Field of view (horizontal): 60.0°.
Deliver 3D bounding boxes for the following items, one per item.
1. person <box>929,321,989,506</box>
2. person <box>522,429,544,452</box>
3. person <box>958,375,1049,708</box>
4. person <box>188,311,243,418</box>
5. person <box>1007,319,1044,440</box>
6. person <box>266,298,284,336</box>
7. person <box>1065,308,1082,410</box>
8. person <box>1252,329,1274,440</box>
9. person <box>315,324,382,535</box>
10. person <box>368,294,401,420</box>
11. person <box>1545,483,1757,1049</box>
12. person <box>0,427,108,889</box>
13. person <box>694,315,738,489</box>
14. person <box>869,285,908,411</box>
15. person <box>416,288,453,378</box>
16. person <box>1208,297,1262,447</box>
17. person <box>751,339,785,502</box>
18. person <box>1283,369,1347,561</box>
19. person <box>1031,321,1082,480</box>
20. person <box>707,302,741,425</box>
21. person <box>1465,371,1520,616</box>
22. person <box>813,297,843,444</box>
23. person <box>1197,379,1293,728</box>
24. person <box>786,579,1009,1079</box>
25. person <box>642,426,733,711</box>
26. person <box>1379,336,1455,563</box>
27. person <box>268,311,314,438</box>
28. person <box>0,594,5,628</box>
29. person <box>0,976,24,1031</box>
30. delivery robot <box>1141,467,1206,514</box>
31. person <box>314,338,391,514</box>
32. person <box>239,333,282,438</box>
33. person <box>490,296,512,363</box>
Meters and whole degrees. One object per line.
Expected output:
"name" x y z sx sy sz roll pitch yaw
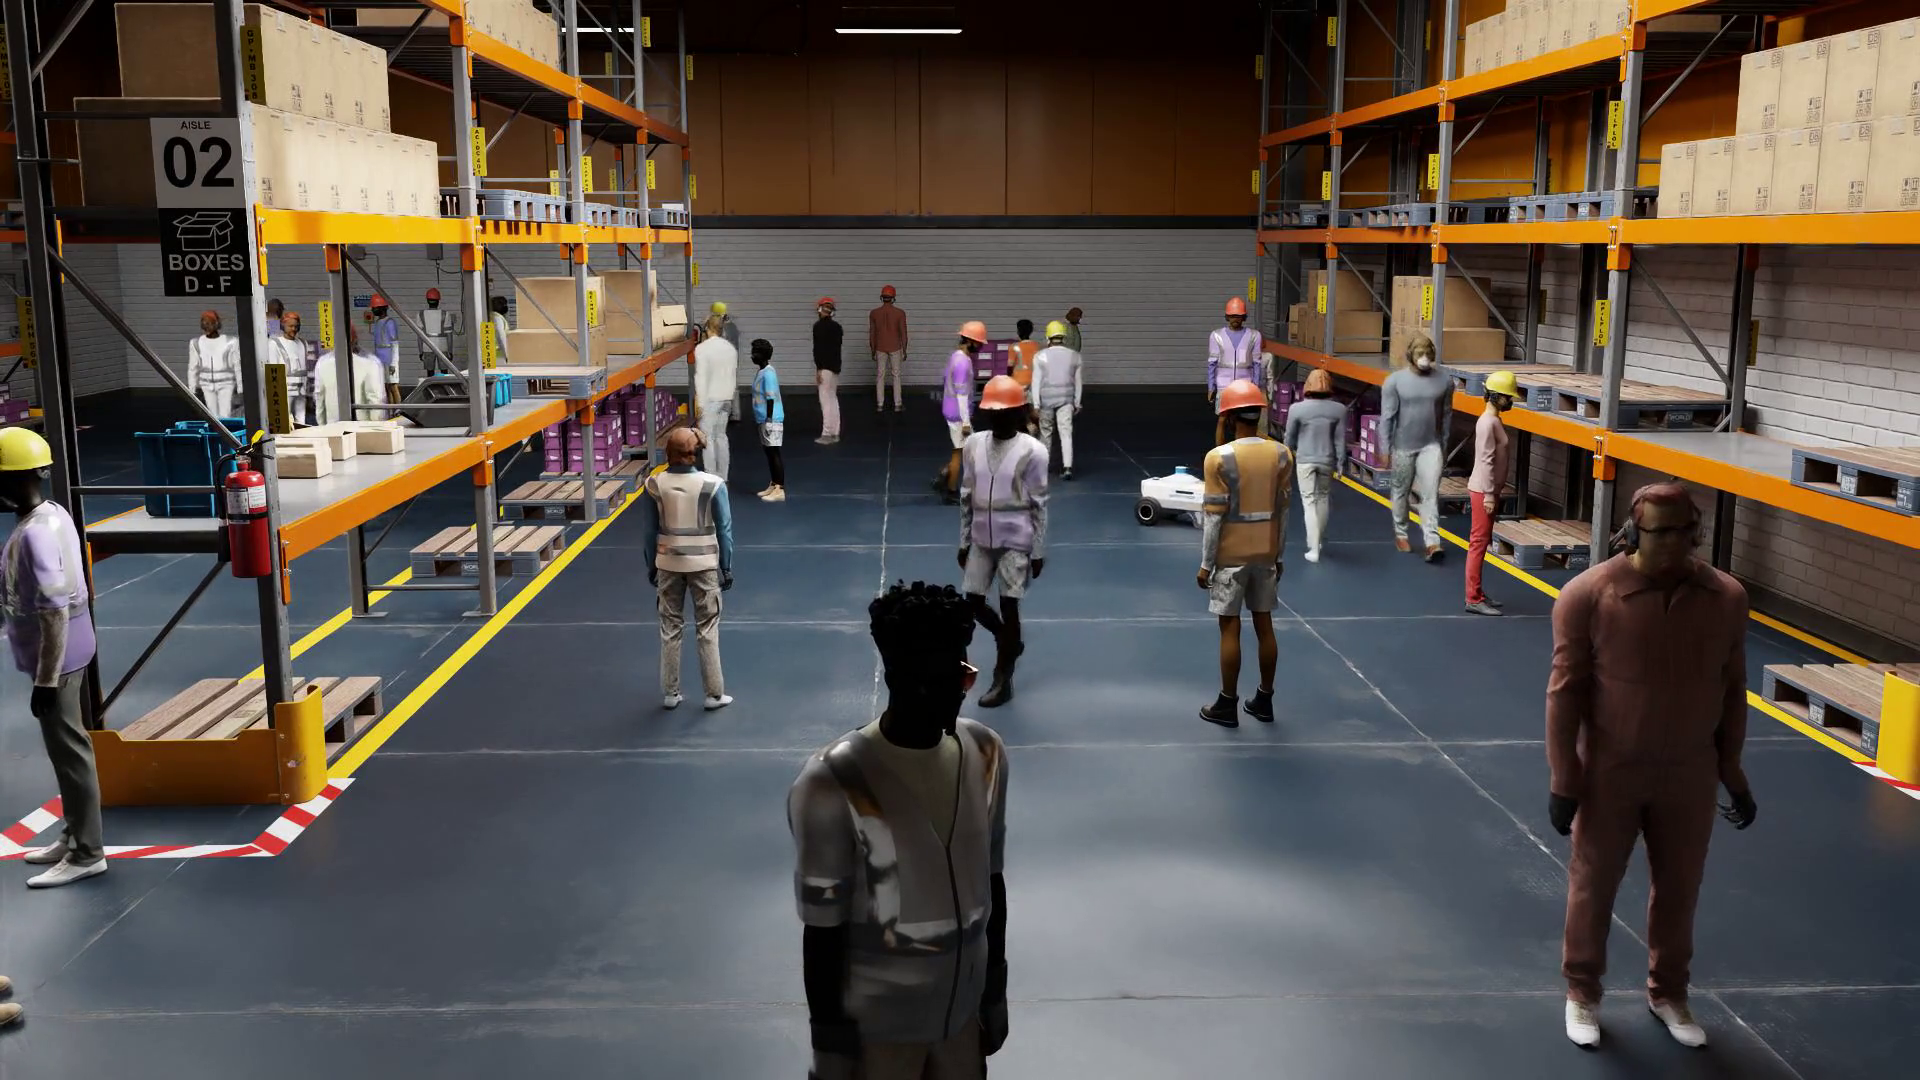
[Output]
"person" 0.028 -1.258 16.774 0.551 1.891 0.606 0 10 3
"person" -5.432 -2.040 21.295 0.628 1.837 0.429 -7 12 -34
"person" 0.259 -0.004 9.683 0.561 1.927 0.523 6 12 29
"person" -8.909 -1.787 19.831 0.595 1.847 0.870 -1 10 -3
"person" 0.892 -2.080 21.969 0.532 1.676 0.688 -5 11 -27
"person" -9.210 -2.305 22.519 0.666 1.916 0.670 3 11 17
"person" 1.821 -2.904 26.663 0.288 1.633 0.497 2 10 12
"person" 3.590 -1.755 20.281 0.512 1.633 0.339 -2 10 -11
"person" -5.593 -1.021 15.195 0.643 1.980 0.431 1 10 5
"person" -8.326 -2.593 24.089 0.376 1.934 0.547 -9 13 -41
"person" 2.301 0.755 5.539 0.711 1.903 0.400 0 10 2
"person" -3.825 0.487 6.948 0.388 1.927 0.589 -5 11 -27
"person" -2.674 -1.485 18.043 0.409 1.891 0.765 6 12 28
"person" -1.128 -3.029 26.352 0.612 1.995 0.382 2 10 9
"person" -8.422 -3.064 26.703 0.547 1.938 0.379 -2 10 -10
"person" 3.179 -1.783 19.281 0.615 2.039 0.392 1 10 8
"person" -1.995 -1.242 17.258 0.324 1.688 0.536 -3 11 -15
"person" 3.005 -0.651 14.203 0.508 1.600 0.761 -1 10 -3
"person" 1.103 -1.591 18.923 0.602 1.789 0.947 -2 10 -9
"person" -3.476 -2.558 24.268 0.591 1.800 0.643 4 11 23
"person" 3.844 -0.342 12.036 0.326 1.761 0.523 4 11 19
"person" -1.809 -2.259 22.231 0.421 1.948 0.789 5 11 25
"person" 1.560 0.078 9.230 0.542 1.929 0.369 -4 11 -22
"person" -0.111 1.043 3.784 0.599 1.958 0.372 -9 13 -40
"person" -1.553 0.170 9.528 0.523 1.636 0.311 2 10 9
"person" 3.858 -0.763 14.032 0.648 1.881 1.019 0 10 0
"person" -7.699 -1.687 19.180 0.360 1.885 0.575 4 11 20
"person" -5.053 0.279 8.327 0.530 1.851 0.419 -3 11 -16
"person" -3.467 0.764 5.641 0.329 1.841 0.515 -7 12 -34
"delivery robot" 2.086 -0.452 15.740 0.707 0.478 0.477 6 12 32
"person" -5.973 -1.167 16.333 0.665 1.869 0.519 -1 10 -8
"person" -8.264 -1.813 19.889 0.616 1.878 0.504 -2 10 -11
"person" -7.183 -2.899 26.062 0.429 1.842 0.640 -3 11 -18
